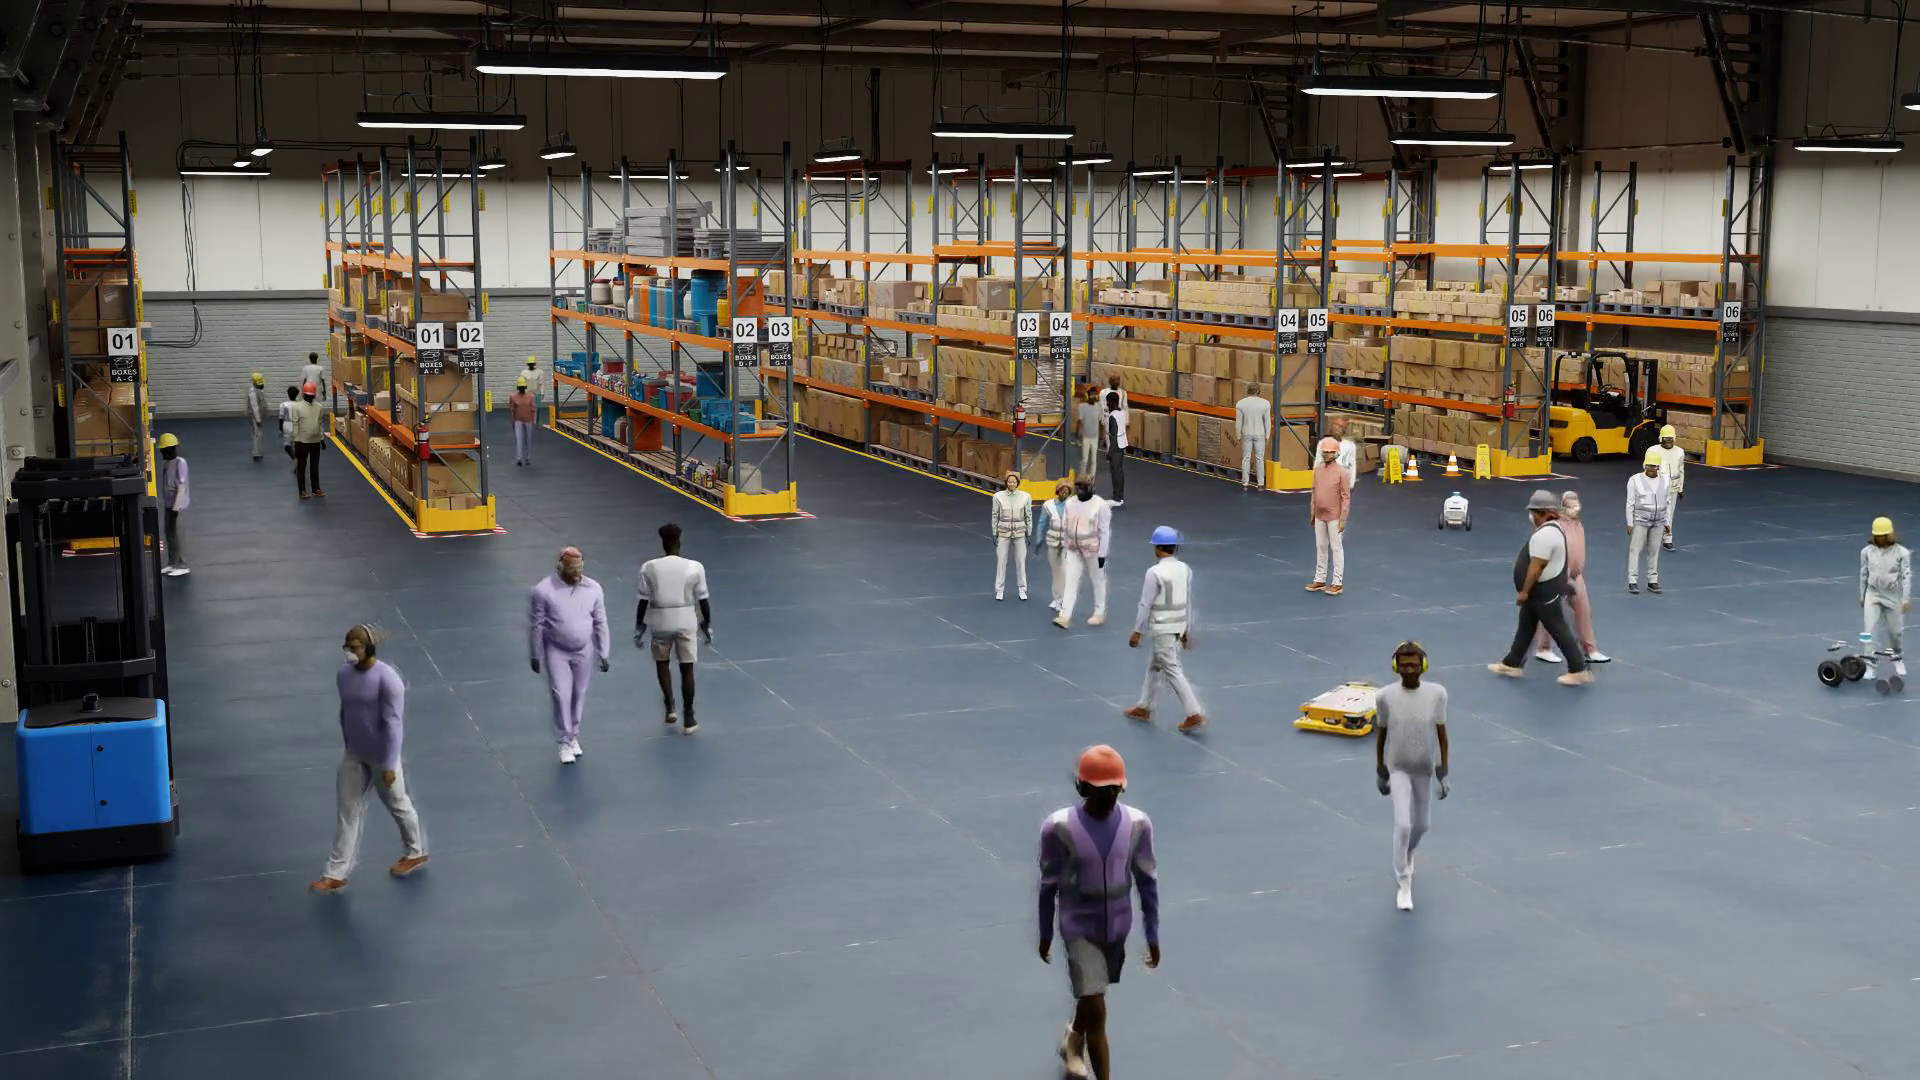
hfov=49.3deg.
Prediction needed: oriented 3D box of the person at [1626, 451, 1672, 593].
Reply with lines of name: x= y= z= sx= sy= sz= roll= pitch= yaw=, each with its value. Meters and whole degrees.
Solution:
person: x=8.824 y=-0.239 z=26.804 sx=0.591 sy=1.829 sz=0.404 roll=-1 pitch=9 yaw=-6

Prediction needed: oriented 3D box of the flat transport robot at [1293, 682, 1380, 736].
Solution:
flat transport robot: x=3.751 y=1.593 z=19.900 sx=0.652 sy=0.197 sz=1.431 roll=5 pitch=10 yaw=31

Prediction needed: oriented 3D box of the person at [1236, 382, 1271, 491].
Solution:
person: x=5.194 y=-1.836 z=37.094 sx=0.630 sy=1.938 sz=0.373 roll=2 pitch=9 yaw=13

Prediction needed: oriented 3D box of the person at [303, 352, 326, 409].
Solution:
person: x=-14.618 y=-3.328 z=47.362 sx=0.526 sy=1.845 sz=0.566 roll=-1 pitch=9 yaw=-6

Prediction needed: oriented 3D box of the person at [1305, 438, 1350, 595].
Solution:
person: x=4.708 y=-0.315 z=26.750 sx=0.375 sy=1.997 sz=0.612 roll=-6 pitch=11 yaw=-37

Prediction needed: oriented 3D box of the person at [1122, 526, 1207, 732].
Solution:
person: x=1.941 y=0.821 z=19.513 sx=0.987 sy=1.909 sz=0.610 roll=6 pitch=11 yaw=36

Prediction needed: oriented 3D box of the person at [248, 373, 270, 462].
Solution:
person: x=-13.992 y=-2.468 z=41.850 sx=0.408 sy=1.787 sz=0.738 roll=-1 pitch=9 yaw=-6

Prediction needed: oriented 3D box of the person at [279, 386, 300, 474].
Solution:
person: x=-12.540 y=-2.067 z=39.469 sx=0.541 sy=1.679 sz=0.603 roll=-6 pitch=10 yaw=-34

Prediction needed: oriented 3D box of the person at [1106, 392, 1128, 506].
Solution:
person: x=2.616 y=-1.535 z=35.165 sx=0.390 sy=1.914 sz=0.588 roll=3 pitch=9 yaw=18

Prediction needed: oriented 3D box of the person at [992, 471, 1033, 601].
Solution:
person: x=0.650 y=-0.055 z=26.245 sx=0.513 sy=1.630 sz=0.318 roll=0 pitch=9 yaw=0

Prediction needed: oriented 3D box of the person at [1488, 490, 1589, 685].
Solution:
person: x=6.019 y=0.469 z=21.525 sx=1.034 sy=2.000 sz=0.692 roll=3 pitch=9 yaw=19

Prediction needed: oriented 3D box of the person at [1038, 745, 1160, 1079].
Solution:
person: x=0.724 y=2.035 z=11.142 sx=0.620 sy=1.993 sz=1.061 roll=-3 pitch=9 yaw=-16

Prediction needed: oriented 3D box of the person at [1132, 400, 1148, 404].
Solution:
person: x=4.042 y=-3.286 z=46.761 sx=0.550 sy=1.935 sz=0.376 roll=-3 pitch=9 yaw=-20

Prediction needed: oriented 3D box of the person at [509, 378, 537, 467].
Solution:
person: x=-8.531 y=-2.305 z=40.942 sx=0.528 sy=1.716 sz=0.925 roll=-2 pitch=9 yaw=-11

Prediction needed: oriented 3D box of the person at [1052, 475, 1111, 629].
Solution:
person: x=1.427 y=0.141 z=24.386 sx=0.650 sy=1.789 sz=0.944 roll=6 pitch=10 yaw=33

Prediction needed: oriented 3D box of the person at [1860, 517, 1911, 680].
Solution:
person: x=9.614 y=0.582 z=21.742 sx=0.503 sy=1.710 sz=0.673 roll=6 pitch=10 yaw=35

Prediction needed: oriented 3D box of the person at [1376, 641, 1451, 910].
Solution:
person: x=3.152 y=1.582 z=14.648 sx=0.518 sy=1.839 sz=0.815 roll=0 pitch=9 yaw=2

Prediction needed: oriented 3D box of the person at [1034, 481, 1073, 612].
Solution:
person: x=1.204 y=0.070 z=25.466 sx=0.602 sy=1.592 sz=0.731 roll=1 pitch=9 yaw=9

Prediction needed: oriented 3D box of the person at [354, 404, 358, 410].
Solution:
person: x=-13.685 y=-3.241 z=47.587 sx=0.835 sy=1.587 sz=0.518 roll=-3 pitch=9 yaw=-19

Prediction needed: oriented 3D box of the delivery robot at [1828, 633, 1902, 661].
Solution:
delivery robot: x=9.210 y=1.063 z=21.306 sx=0.335 sy=0.223 sz=0.698 roll=-7 pitch=11 yaw=-38

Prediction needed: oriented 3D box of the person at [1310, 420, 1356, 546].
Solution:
person: x=5.461 y=-0.826 z=30.677 sx=0.588 sy=1.827 sz=1.003 roll=4 pitch=9 yaw=25

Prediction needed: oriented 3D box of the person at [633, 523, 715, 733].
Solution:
person: x=-2.660 y=0.810 z=19.464 sx=0.757 sy=1.926 sz=0.550 roll=-1 pitch=9 yaw=-5

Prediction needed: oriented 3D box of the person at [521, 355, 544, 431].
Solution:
person: x=-9.796 y=-3.373 z=47.998 sx=0.525 sy=1.741 sz=0.737 roll=-2 pitch=9 yaw=-15

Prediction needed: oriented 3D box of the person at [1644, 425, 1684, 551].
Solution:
person: x=10.157 y=-0.751 z=30.197 sx=0.586 sy=1.835 sz=0.404 roll=-1 pitch=9 yaw=-4

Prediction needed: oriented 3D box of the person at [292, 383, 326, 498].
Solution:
person: x=-11.249 y=-1.729 z=36.221 sx=0.392 sy=1.985 sz=0.609 roll=7 pitch=11 yaw=38

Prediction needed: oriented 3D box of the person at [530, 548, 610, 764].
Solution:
person: x=-3.367 y=1.013 z=18.295 sx=0.668 sy=1.869 sz=0.858 roll=-5 pitch=10 yaw=-28

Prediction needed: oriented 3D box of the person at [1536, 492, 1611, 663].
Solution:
person: x=6.532 y=0.421 z=22.285 sx=0.650 sy=1.865 sz=0.913 roll=-7 pitch=11 yaw=-39

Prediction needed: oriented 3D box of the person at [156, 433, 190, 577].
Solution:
person: x=-10.558 y=-0.478 z=28.102 sx=0.603 sy=1.922 sz=0.390 roll=8 pitch=12 yaw=43

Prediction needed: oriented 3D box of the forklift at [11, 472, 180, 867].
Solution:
forklift: x=-6.630 y=0.886 z=15.957 sx=1.129 sy=2.768 sz=1.873 roll=-3 pitch=9 yaw=-21

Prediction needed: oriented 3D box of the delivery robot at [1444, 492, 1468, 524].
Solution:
delivery robot: x=7.734 y=-0.505 z=32.633 sx=0.477 sy=0.478 sz=0.707 roll=2 pitch=9 yaw=16

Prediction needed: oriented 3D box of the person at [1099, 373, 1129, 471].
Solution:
person: x=2.965 y=-2.276 z=40.285 sx=0.593 sy=1.882 sz=0.570 roll=-4 pitch=9 yaw=-23

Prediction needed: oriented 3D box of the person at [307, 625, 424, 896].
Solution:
person: x=-4.193 y=1.533 z=14.815 sx=0.647 sy=1.885 sz=1.009 roll=5 pitch=10 yaw=30

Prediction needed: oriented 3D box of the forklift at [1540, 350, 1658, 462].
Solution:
forklift: x=12.897 y=-2.725 z=42.309 sx=2.313 sy=2.155 sz=1.214 roll=-3 pitch=9 yaw=-21

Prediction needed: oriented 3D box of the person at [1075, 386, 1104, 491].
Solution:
person: x=2.317 y=-1.802 z=37.141 sx=0.543 sy=1.856 sz=0.389 roll=-3 pitch=9 yaw=-18
